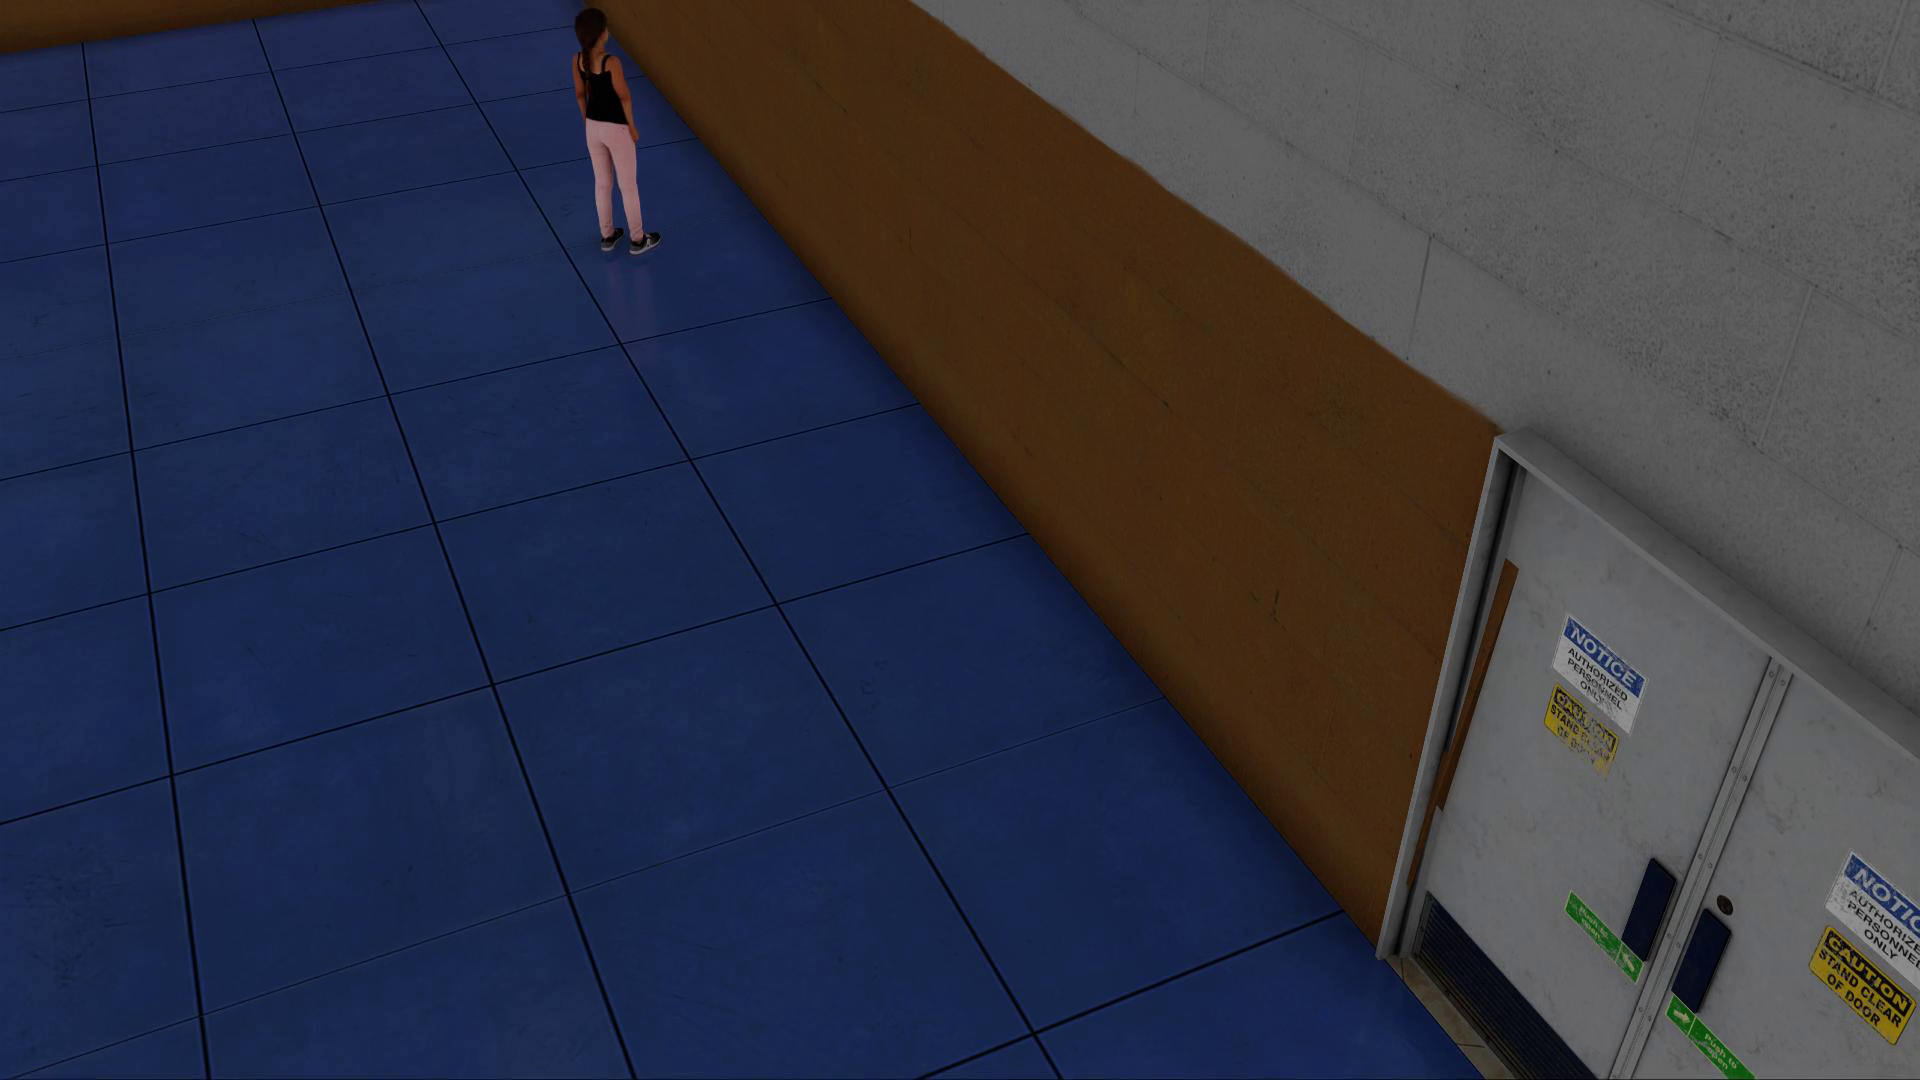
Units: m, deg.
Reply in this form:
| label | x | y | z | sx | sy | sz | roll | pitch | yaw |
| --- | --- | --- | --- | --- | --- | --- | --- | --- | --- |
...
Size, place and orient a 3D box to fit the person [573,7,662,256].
| label | x | y | z | sx | sy | sz | roll | pitch | yaw |
| --- | --- | --- | --- | --- | --- | --- | --- | --- | --- |
| person | -2.165 | -2.518 | 10.273 | 0.614 | 1.564 | 0.672 | 13 | 39 | 17 |
